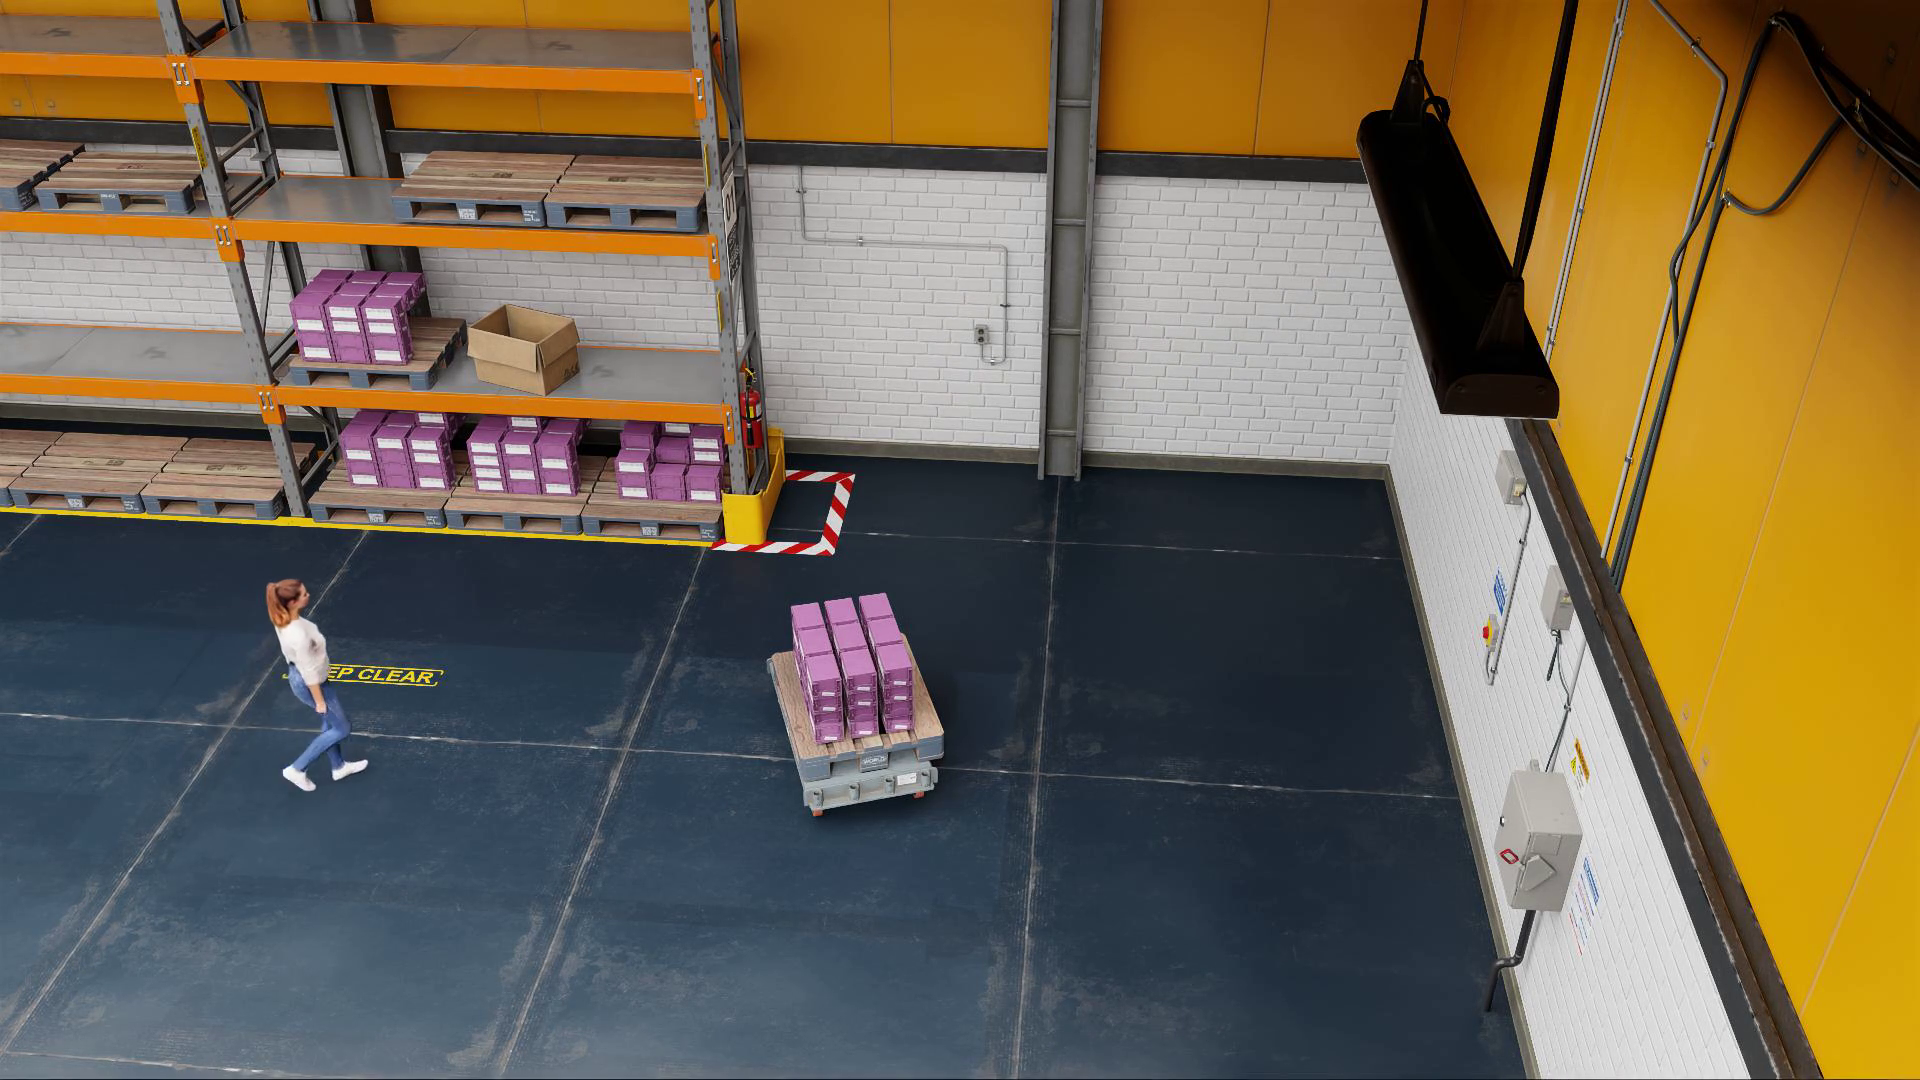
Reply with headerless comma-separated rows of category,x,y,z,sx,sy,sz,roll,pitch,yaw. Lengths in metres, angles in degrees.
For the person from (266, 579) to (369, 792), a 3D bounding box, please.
person,-4.491,1.029,11.335,0.930,1.709,0.844,-18,38,-25
